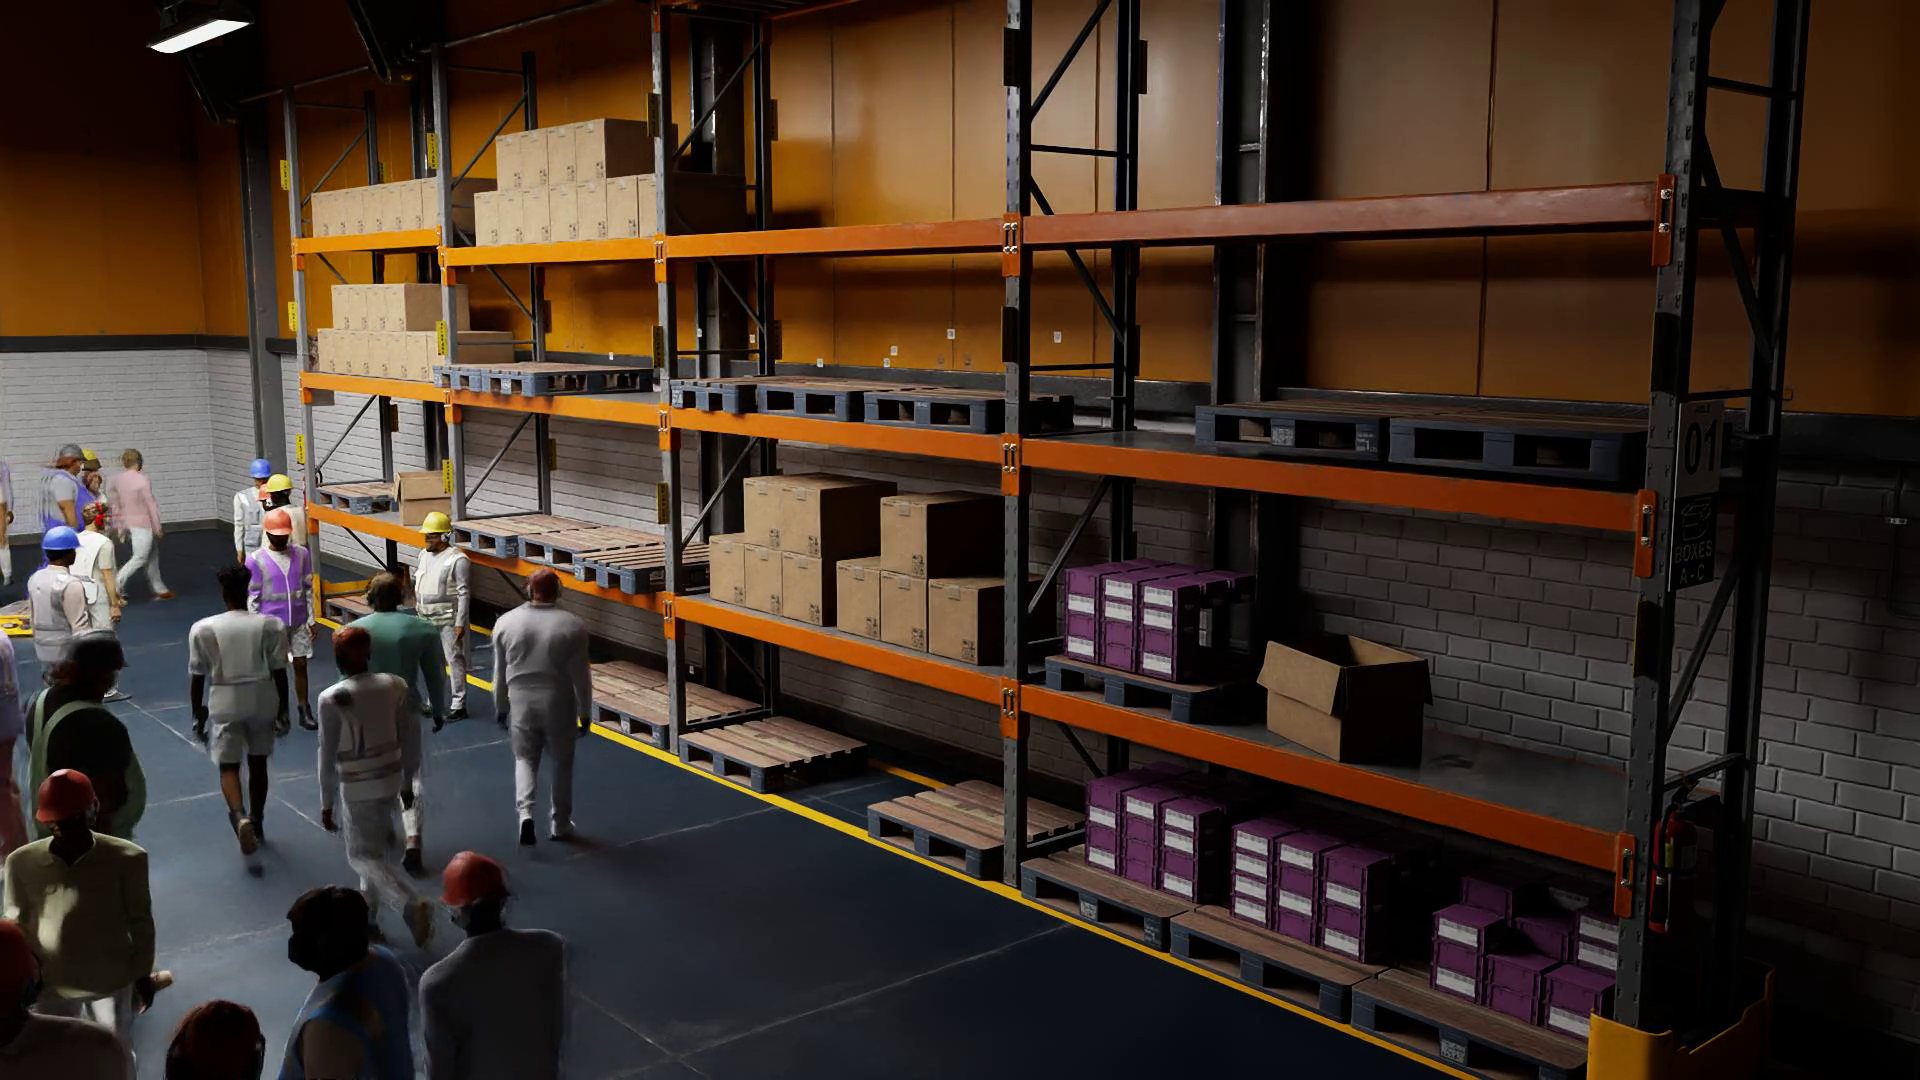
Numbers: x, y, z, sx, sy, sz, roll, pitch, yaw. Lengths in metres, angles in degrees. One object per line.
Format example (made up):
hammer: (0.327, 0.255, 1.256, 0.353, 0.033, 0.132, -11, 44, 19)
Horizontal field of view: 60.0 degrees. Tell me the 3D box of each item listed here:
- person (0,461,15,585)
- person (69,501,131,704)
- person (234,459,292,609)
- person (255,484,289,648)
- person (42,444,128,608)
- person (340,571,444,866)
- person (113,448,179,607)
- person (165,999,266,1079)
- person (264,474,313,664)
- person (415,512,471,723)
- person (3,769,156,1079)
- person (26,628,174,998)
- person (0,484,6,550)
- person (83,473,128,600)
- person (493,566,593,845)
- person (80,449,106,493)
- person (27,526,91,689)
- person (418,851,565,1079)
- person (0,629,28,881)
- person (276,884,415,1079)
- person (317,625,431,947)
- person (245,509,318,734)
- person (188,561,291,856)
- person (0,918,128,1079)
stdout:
person: (-12.431, -0.367, 21.256, 0.604, 1.937, 0.402, -5, 9, -30)
person: (-7.852, 0.571, 15.096, 0.560, 1.836, 0.394, 5, 10, 31)
person: (-7.592, 0.077, 18.164, 0.609, 1.939, 0.405, -3, 9, -22)
person: (-7.205, 0.270, 17.522, 0.354, 1.738, 0.574, -1, 8, -8)
person: (-10.446, -0.164, 19.486, 1.018, 2.000, 0.730, -2, 8, -11)
person: (-3.696, 1.157, 10.854, 0.649, 1.902, 0.966, -3, 9, -20)
person: (-9.903, -0.151, 19.957, 0.635, 1.903, 0.933, 6, 10, 38)
person: (-1.797, 2.115, 4.313, 0.491, 1.856, 0.613, 2, 8, 12)
person: (-6.780, 0.293, 16.764, 0.399, 1.911, 0.595, 1, 8, 6)
person: (-4.508, 0.666, 14.436, 0.587, 1.833, 0.404, 5, 10, 31)
person: (-3.628, 1.794, 6.866, 0.564, 1.752, 0.338, -2, 8, -14)
person: (-4.539, 1.425, 8.441, 0.726, 2.000, 0.851, 6, 10, 34)
person: (-11.432, -0.132, 19.261, 0.693, 2.000, 1.023, -4, 9, -26)
person: (-10.357, -0.005, 19.936, 0.905, 1.583, 0.550, 6, 10, 34)
person: (-2.783, 1.117, 11.099, 0.663, 1.888, 0.607, 0, 8, 0)
person: (-11.309, -0.324, 21.678, 0.490, 1.732, 0.324, 5, 10, 33)
person: (-6.817, 0.860, 12.685, 0.618, 1.946, 0.394, 5, 10, 31)
person: (-1.654, 1.955, 5.958, 0.561, 1.708, 0.857, -6, 10, -34)
person: (-6.127, 1.195, 10.486, 0.399, 1.919, 0.582, -5, 9, -29)
person: (-1.986, 1.984, 5.386, 0.866, 1.809, 0.643, -1, 8, -6)
person: (-3.260, 1.397, 9.314, 0.783, 1.858, 0.582, 5, 10, 31)
person: (-5.691, 0.684, 14.009, 0.550, 1.925, 0.392, -8, 11, -44)
person: (-4.713, 1.116, 10.934, 0.614, 1.942, 0.770, -4, 9, -28)
person: (-2.627, 1.999, 4.660, 0.635, 1.985, 0.414, -3, 9, -20)
